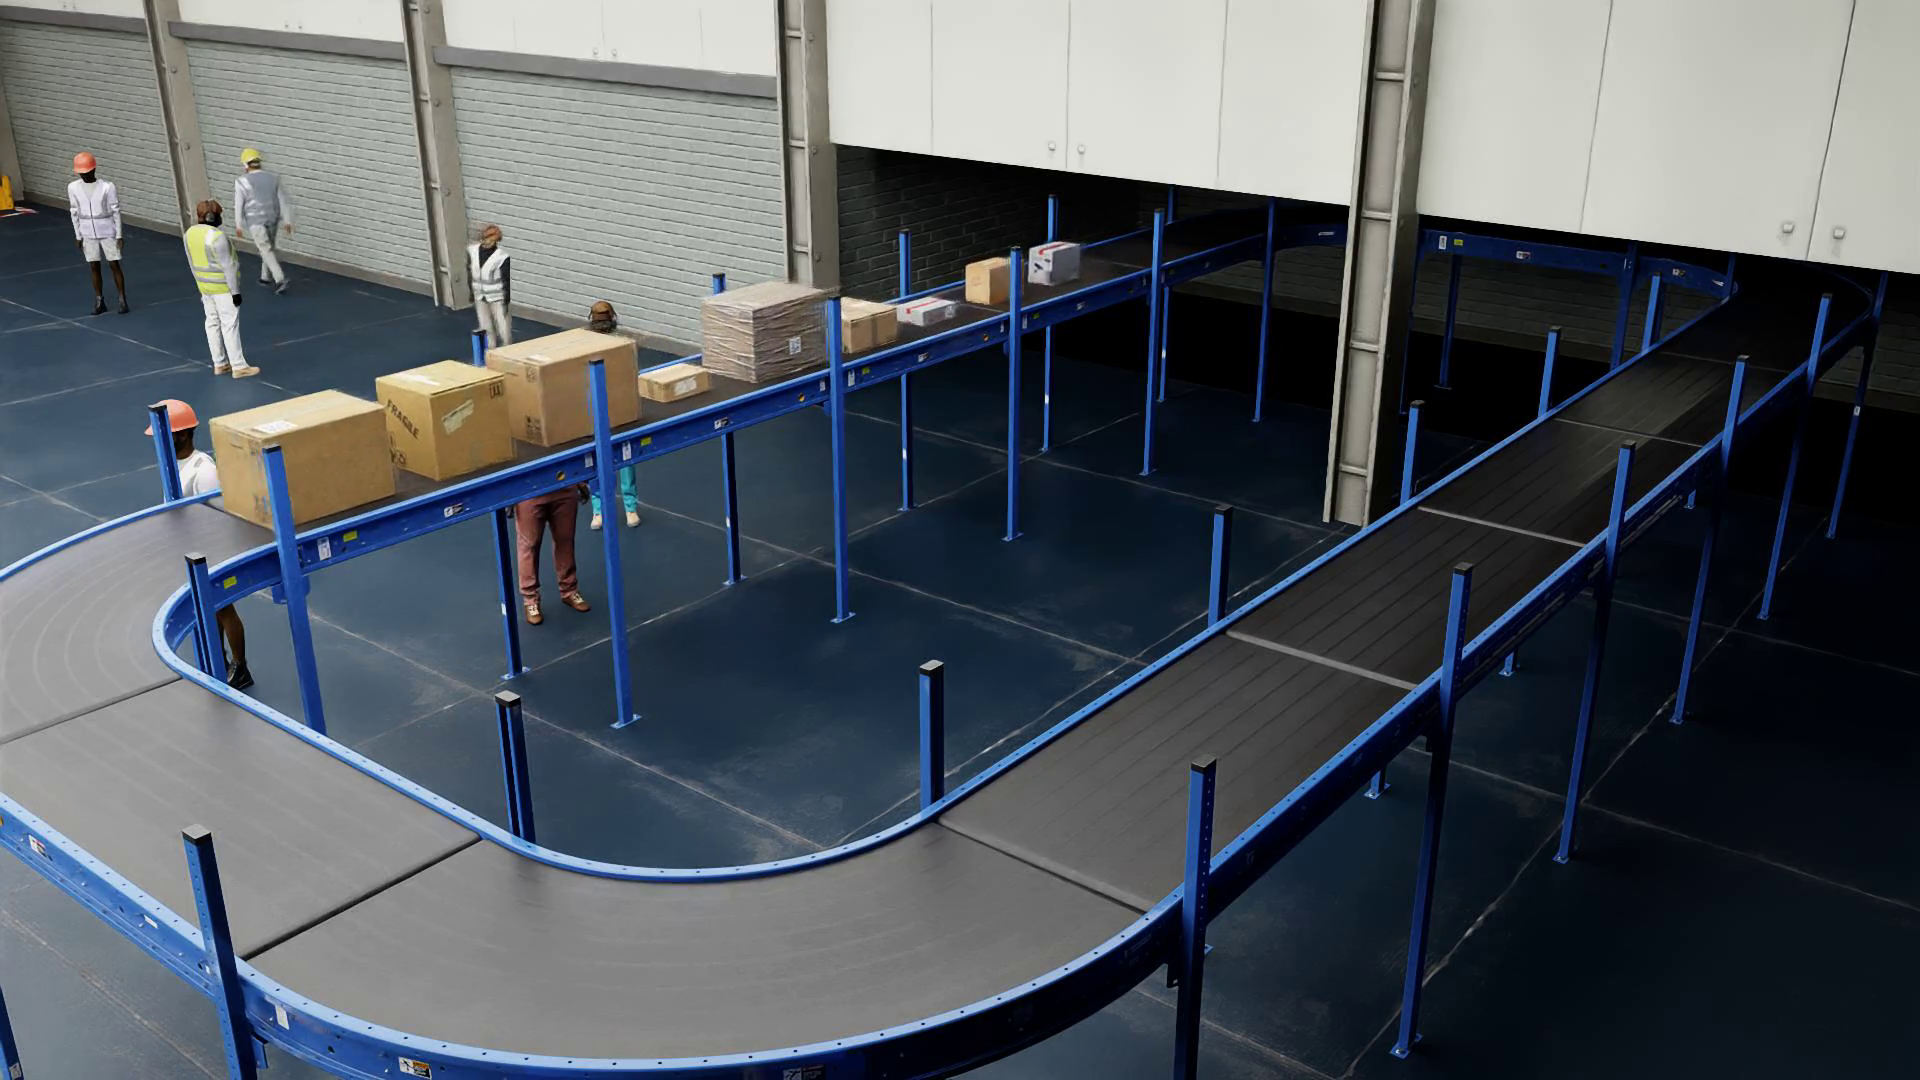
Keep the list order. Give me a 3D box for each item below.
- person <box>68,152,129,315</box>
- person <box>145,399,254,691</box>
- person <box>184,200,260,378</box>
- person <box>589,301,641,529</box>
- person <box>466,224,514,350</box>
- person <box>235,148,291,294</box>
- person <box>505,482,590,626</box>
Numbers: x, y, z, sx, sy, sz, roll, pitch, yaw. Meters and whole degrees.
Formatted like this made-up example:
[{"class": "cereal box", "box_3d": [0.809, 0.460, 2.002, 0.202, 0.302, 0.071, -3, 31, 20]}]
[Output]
[{"class": "person", "box_3d": [-10.271, -3.648, 19.829, 0.543, 1.928, 0.372, -4, 22, -11]}, {"class": "person", "box_3d": [-4.770, 0.054, 10.412, 0.542, 1.938, 0.357, 17, 27, 36]}, {"class": "person", "box_3d": [-7.700, -2.610, 17.316, 0.621, 1.837, 0.429, 13, 25, 29]}, {"class": "person", "box_3d": [-2.774, -0.989, 13.184, 0.504, 1.847, 0.345, -4, 22, -10]}, {"class": "person", "box_3d": [-4.927, -2.512, 17.378, 0.616, 1.609, 0.328, 9, 23, 21]}, {"class": "person", "box_3d": [-8.776, -4.030, 20.989, 0.895, 1.790, 0.613, 17, 27, 36]}, {"class": "person", "box_3d": [-2.863, -0.360, 11.505, 0.651, 1.906, 0.403, -15, 26, -34]}]
